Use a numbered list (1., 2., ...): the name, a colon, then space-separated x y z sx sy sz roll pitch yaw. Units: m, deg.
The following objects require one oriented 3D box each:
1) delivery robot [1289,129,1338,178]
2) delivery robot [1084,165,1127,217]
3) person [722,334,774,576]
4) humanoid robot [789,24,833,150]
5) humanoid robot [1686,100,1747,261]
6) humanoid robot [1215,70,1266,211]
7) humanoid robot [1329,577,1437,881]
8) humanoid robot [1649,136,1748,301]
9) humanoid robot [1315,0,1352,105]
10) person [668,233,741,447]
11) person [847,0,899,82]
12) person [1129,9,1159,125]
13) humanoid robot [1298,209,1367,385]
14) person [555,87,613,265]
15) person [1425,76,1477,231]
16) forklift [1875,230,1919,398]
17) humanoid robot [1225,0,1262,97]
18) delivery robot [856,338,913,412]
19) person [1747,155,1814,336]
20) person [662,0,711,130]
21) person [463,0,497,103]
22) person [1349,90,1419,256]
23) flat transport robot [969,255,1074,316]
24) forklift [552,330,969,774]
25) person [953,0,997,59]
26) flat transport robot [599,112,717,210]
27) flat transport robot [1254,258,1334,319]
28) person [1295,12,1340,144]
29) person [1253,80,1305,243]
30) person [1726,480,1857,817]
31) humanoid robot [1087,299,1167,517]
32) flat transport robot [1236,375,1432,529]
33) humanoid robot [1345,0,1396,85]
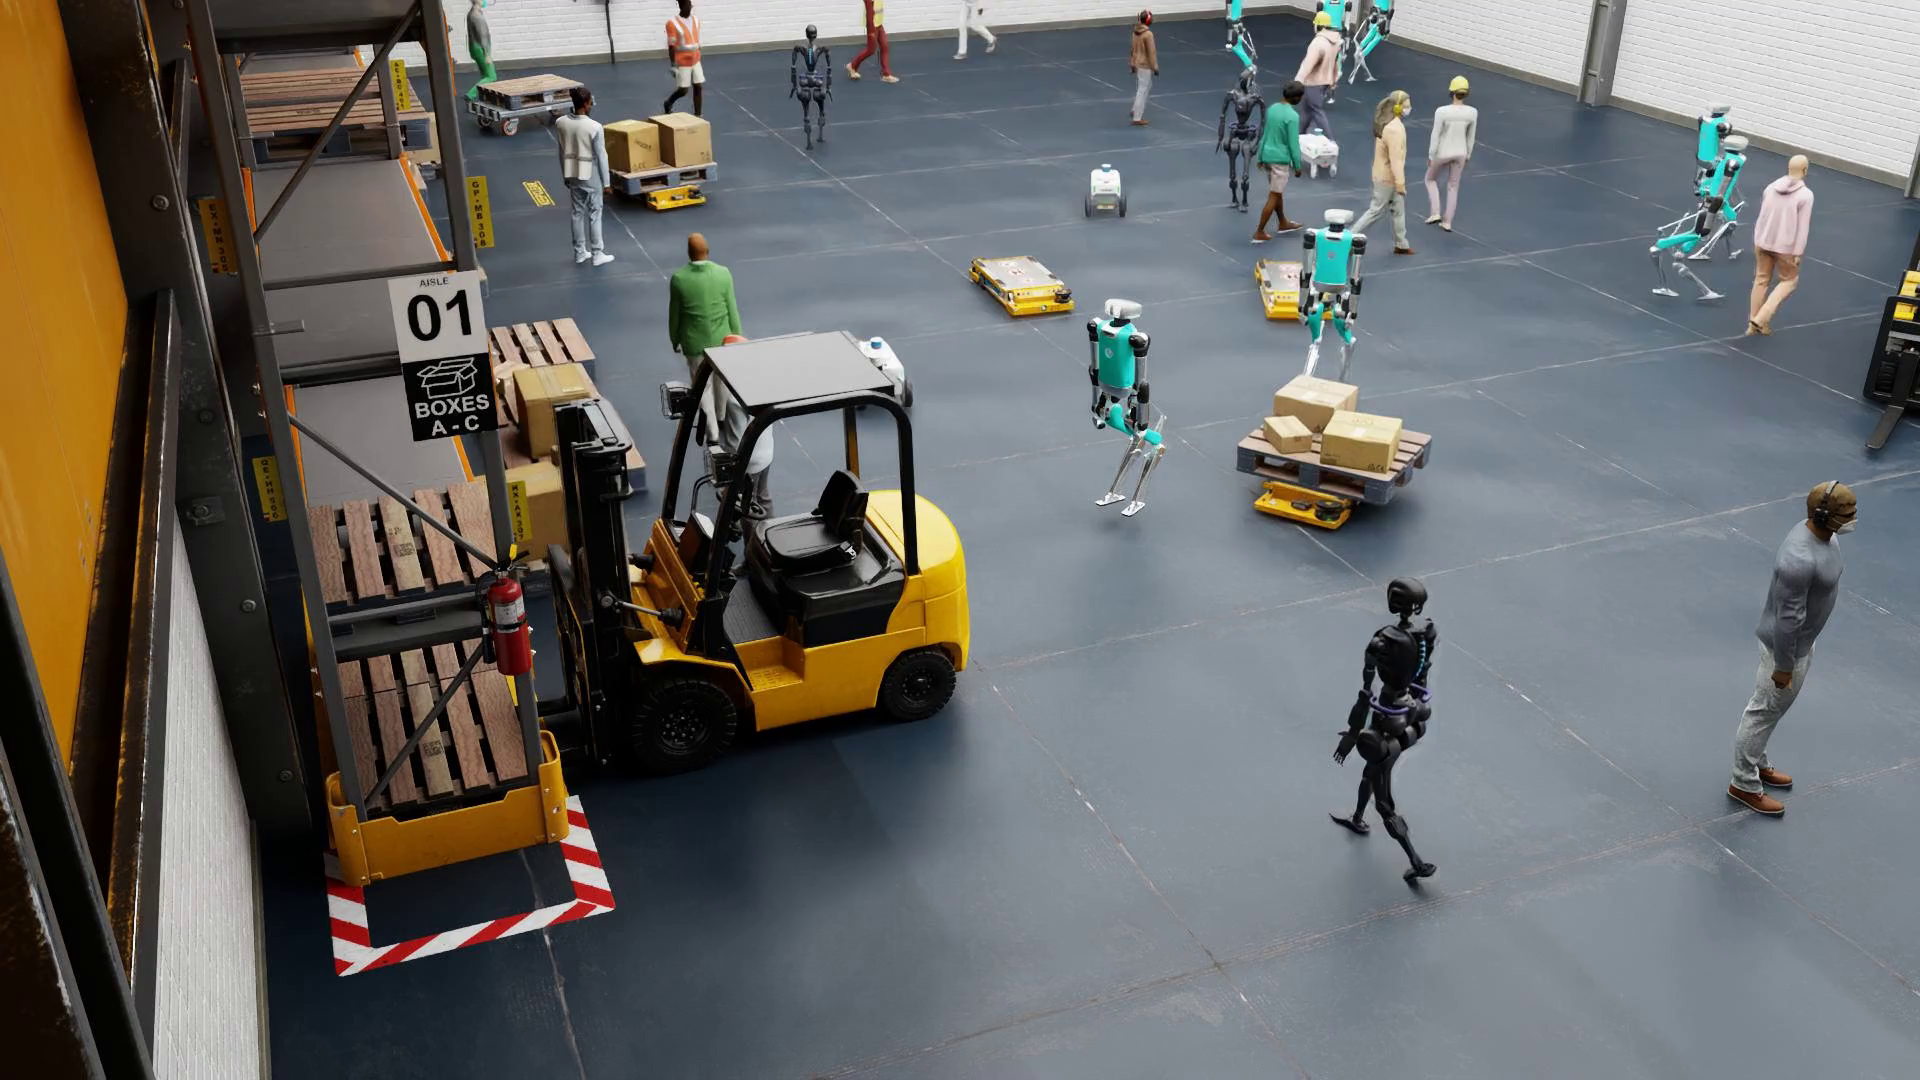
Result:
1. delivery robot: 4.661 -5.071 21.744 0.499 0.585 0.765 -5 27 -10
2. delivery robot: 1.755 -4.229 20.071 0.499 0.585 0.775 1 27 3
3. person: -1.480 -0.586 11.514 0.352 1.740 0.571 7 28 14
4. humanoid robot: -2.051 -6.198 22.757 0.601 1.656 0.339 0 27 1
5. humanoid robot: 8.337 -3.823 18.054 0.813 1.875 0.550 -3 27 -5
6. humanoid robot: 3.360 -4.793 19.951 0.612 1.641 0.392 12 29 23
7. humanoid robot: 2.262 0.959 8.576 0.594 1.654 0.747 -20 33 -34
8. humanoid robot: 7.338 -3.203 16.730 0.913 1.748 0.530 10 29 20
9. humanoid robot: 5.588 -7.359 24.974 0.541 1.719 0.990 3 27 6
10. person: -2.104 -1.670 13.650 0.557 1.750 0.793 -8 28 -15
11. person: -1.422 -8.274 26.807 0.813 1.743 0.478 9 28 17
12. person: 2.670 -6.815 24.017 0.404 1.640 0.464 -10 28 -19
13. humanoid robot: 3.254 -2.068 14.541 0.530 1.815 0.806 10 28 19
14. person: -4.043 -3.911 17.948 0.601 1.906 0.414 11 29 21
15. person: 5.642 -4.452 19.186 0.553 1.750 0.431 -4 27 -8
16. forklift: 9.029 -2.397 14.618 1.214 2.155 2.313 18 32 32
17. humanoid robot: 4.451 -7.689 25.764 0.805 1.887 0.543 14 30 25
18. delivery robot: -0.720 -1.463 14.593 0.499 0.608 0.790 -7 28 -13
19. person: 7.786 -2.782 15.852 0.447 1.764 0.540 -19 32 -32
20. person: -3.948 -6.862 23.773 0.757 1.942 0.600 21 34 36
21. person: -7.148 -7.238 24.655 0.559 1.828 0.517 -15 30 -27
22. person: 4.665 -3.988 18.202 0.931 1.844 0.564 3 27 6
23. flat transport robot: 0.624 -2.656 17.270 0.659 0.231 1.431 -8 28 -16
24. forklift: -1.094 0.010 9.831 2.313 2.155 1.214 -10 28 -20
25. person: 0.242 -9.250 28.623 0.793 1.859 0.584 -20 33 -35
26. flat transport robot: -3.784 -4.388 20.715 0.659 0.231 1.431 -17 31 -31
27. flat transport robot: 3.433 -2.591 17.142 0.659 0.231 1.431 2 27 3
28. person: 4.853 -6.258 22.682 0.833 1.832 0.808 17 31 29
29. person: 3.668 -4.286 18.797 0.794 1.811 0.559 -11 29 -21
30. person: 4.510 0.564 9.009 0.373 1.940 0.629 17 31 30
31. humanoid robot: 1.297 -1.013 12.218 0.735 1.677 0.533 -23 35 -38
32. flat transport robot: 2.892 -0.482 12.946 0.659 0.231 1.431 16 31 29
33. humanoid robot: 6.497 -8.172 26.668 0.878 1.827 0.546 -12 29 -22
